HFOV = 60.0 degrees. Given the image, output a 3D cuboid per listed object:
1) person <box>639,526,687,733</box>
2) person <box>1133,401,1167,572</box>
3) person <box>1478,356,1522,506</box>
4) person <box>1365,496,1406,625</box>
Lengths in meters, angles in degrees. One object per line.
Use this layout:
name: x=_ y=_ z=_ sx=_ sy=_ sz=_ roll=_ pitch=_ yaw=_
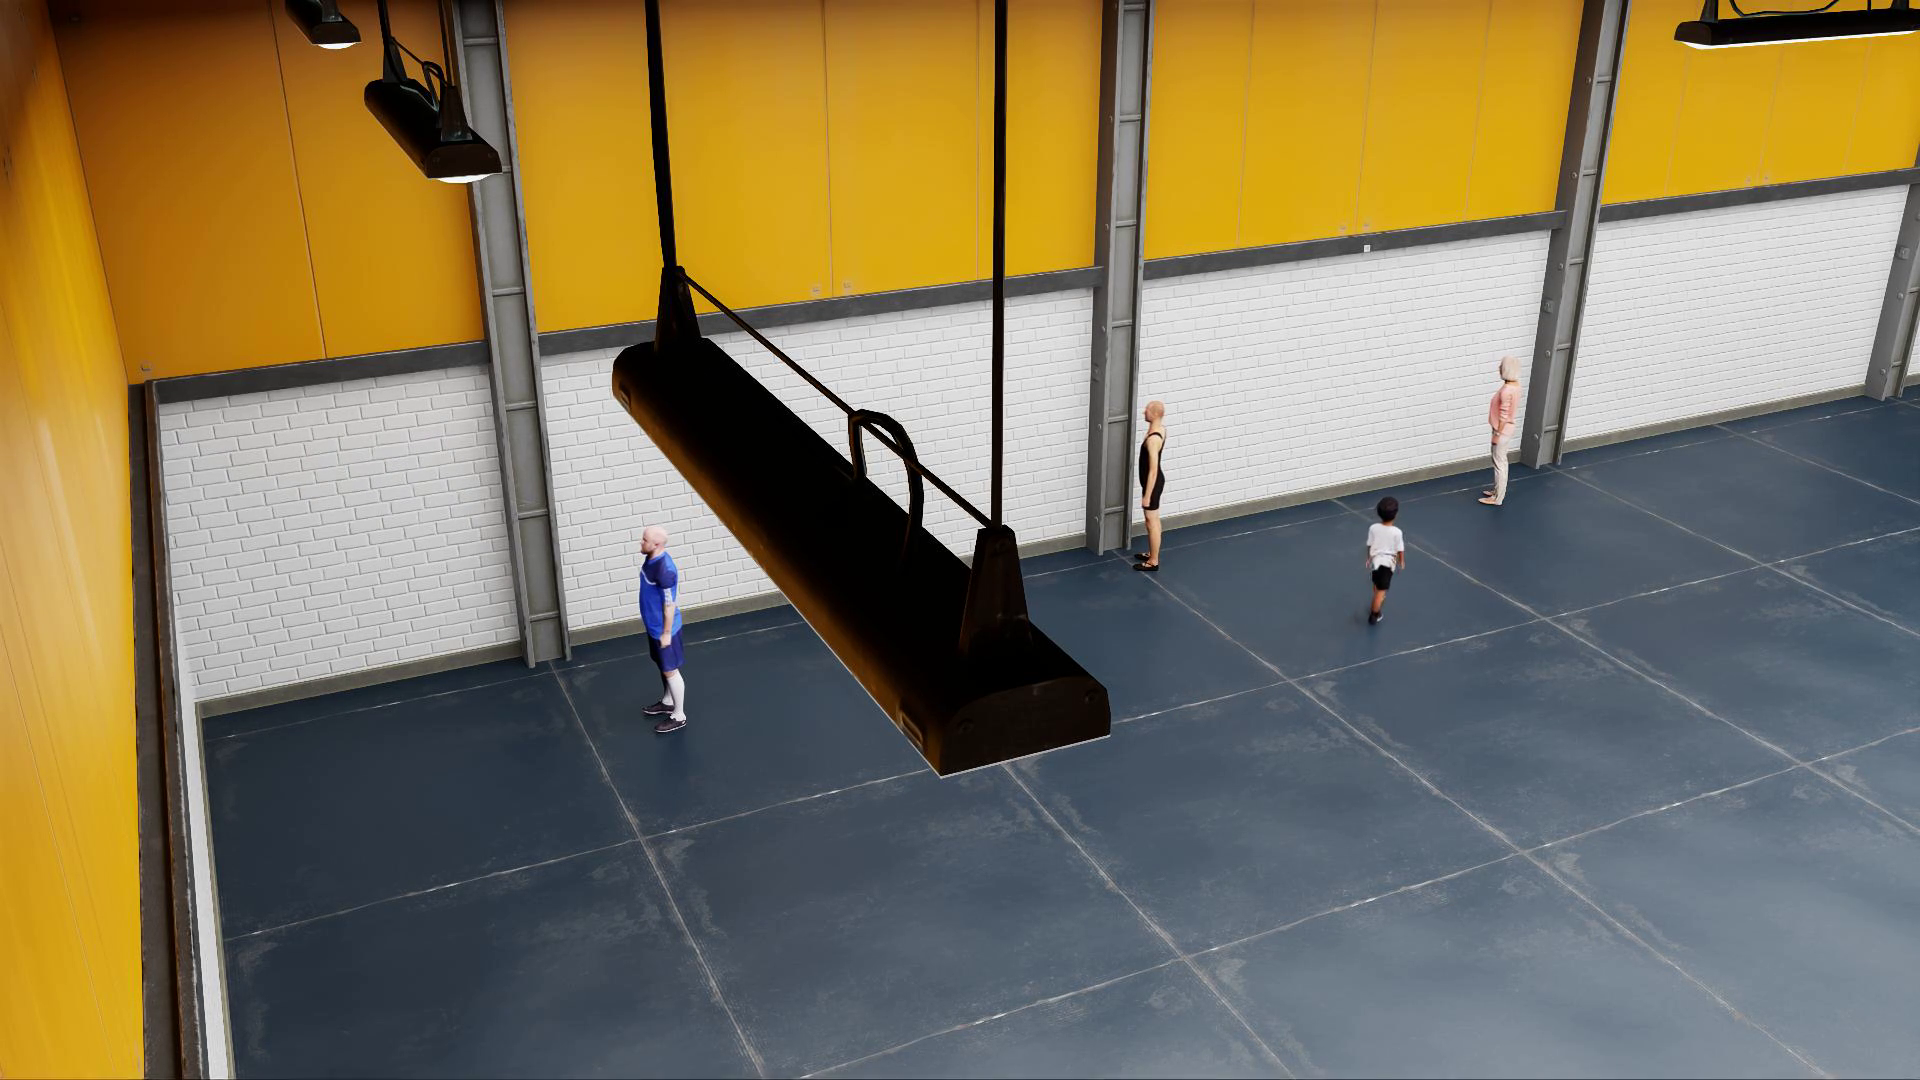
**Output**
person: x=-2.516 y=0.719 z=14.050 sx=0.554 sy=1.842 sz=0.662 roll=-10 pitch=26 yaw=-22
person: x=1.976 y=-0.560 z=17.009 sx=0.736 sy=1.816 sz=0.717 roll=5 pitch=24 yaw=11
person: x=6.093 y=-1.239 z=18.676 sx=0.743 sy=1.725 sz=0.653 roll=12 pitch=26 yaw=26
person: x=4.041 y=0.222 z=15.947 sx=0.749 sy=1.232 sz=0.882 roll=15 pitch=28 yaw=31
